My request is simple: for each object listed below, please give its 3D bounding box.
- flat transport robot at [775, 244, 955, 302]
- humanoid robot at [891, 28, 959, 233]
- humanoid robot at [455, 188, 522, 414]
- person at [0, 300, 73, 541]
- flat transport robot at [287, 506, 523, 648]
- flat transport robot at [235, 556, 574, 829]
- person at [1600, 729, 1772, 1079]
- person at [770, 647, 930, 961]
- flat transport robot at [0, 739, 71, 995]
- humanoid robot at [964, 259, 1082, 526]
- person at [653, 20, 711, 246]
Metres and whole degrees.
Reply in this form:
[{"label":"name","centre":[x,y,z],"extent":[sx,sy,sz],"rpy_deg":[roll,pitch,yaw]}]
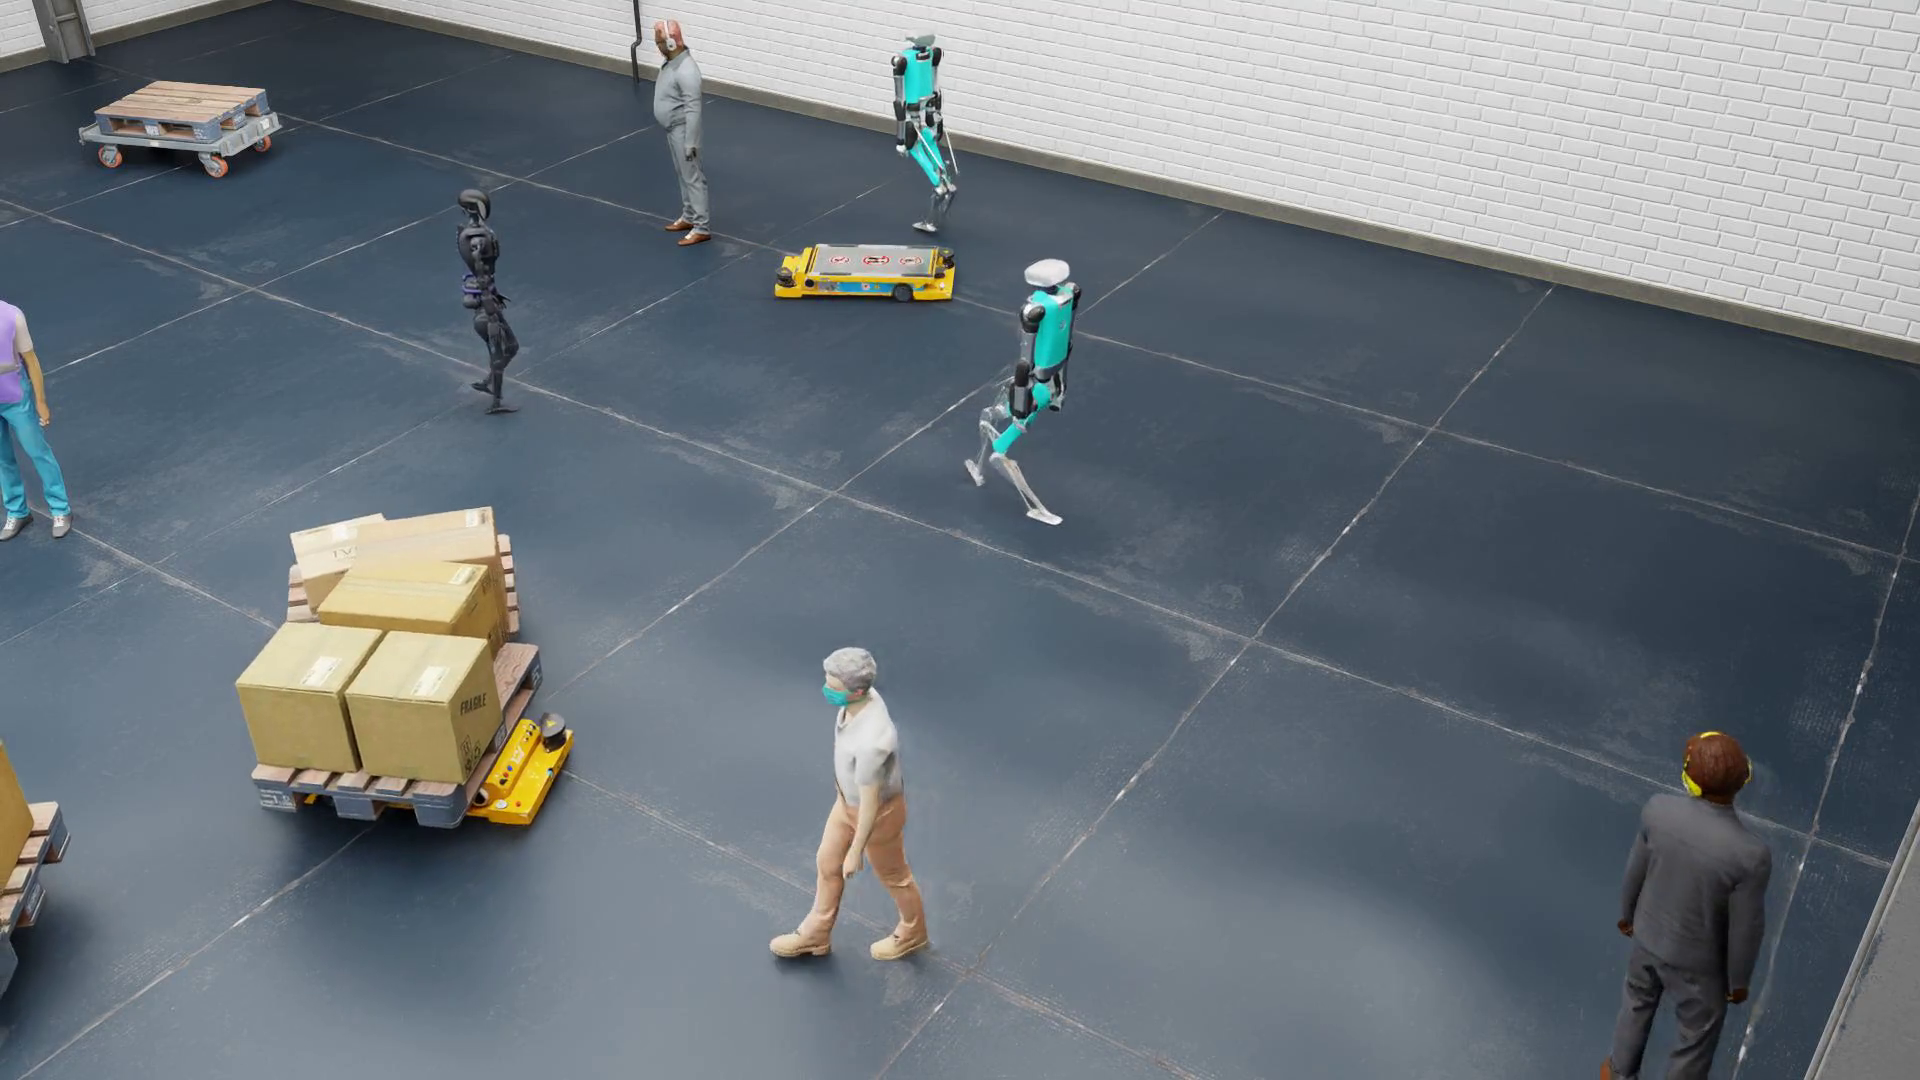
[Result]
[{"label":"flat transport robot","centre":[-0.767,-2.198,13.676],"extent":[1.431,0.231,0.659],"rpy_deg":[1,33,2]},{"label":"humanoid robot","centre":[-0.217,-3.418,14.241],"extent":[0.663,1.825,0.541],"rpy_deg":[27,41,35]},{"label":"humanoid robot","centre":[-3.286,-1.641,11.506],"extent":[0.364,1.642,0.606],"rpy_deg":[-7,33,-11]},{"label":"person","centre":[-5.838,-0.853,10.132],"extent":[0.562,1.837,0.390],"rpy_deg":[-2,33,-4]},{"label":"flat transport robot","centre":[-3.072,0.595,9.330],"extent":[0.659,0.231,1.431],"rpy_deg":[-9,34,-14]},{"label":"flat transport robot","centre":[-2.782,1.116,8.520],"extent":[1.431,0.231,0.659],"rpy_deg":[4,33,7]},{"label":"person","centre":[2.821,1.592,6.332],"extent":[0.336,1.836,0.756],"rpy_deg":[-19,37,-27]},{"label":"person","centre":[-0.492,1.182,7.073],"extent":[0.807,1.712,0.502],"rpy_deg":[-11,34,-16]},{"label":"flat transport robot","centre":[-4.716,1.814,7.433],"extent":[0.659,0.231,1.431],"rpy_deg":[-5,33,-7]},{"label":"humanoid robot","centre":[0.270,-0.989,10.456],"extent":[0.960,1.773,0.548],"rpy_deg":[22,39,30]},{"label":"person","centre":[-2.376,-3.454,14.126],"extent":[0.404,1.901,0.641],"rpy_deg":[-12,35,-18]}]
